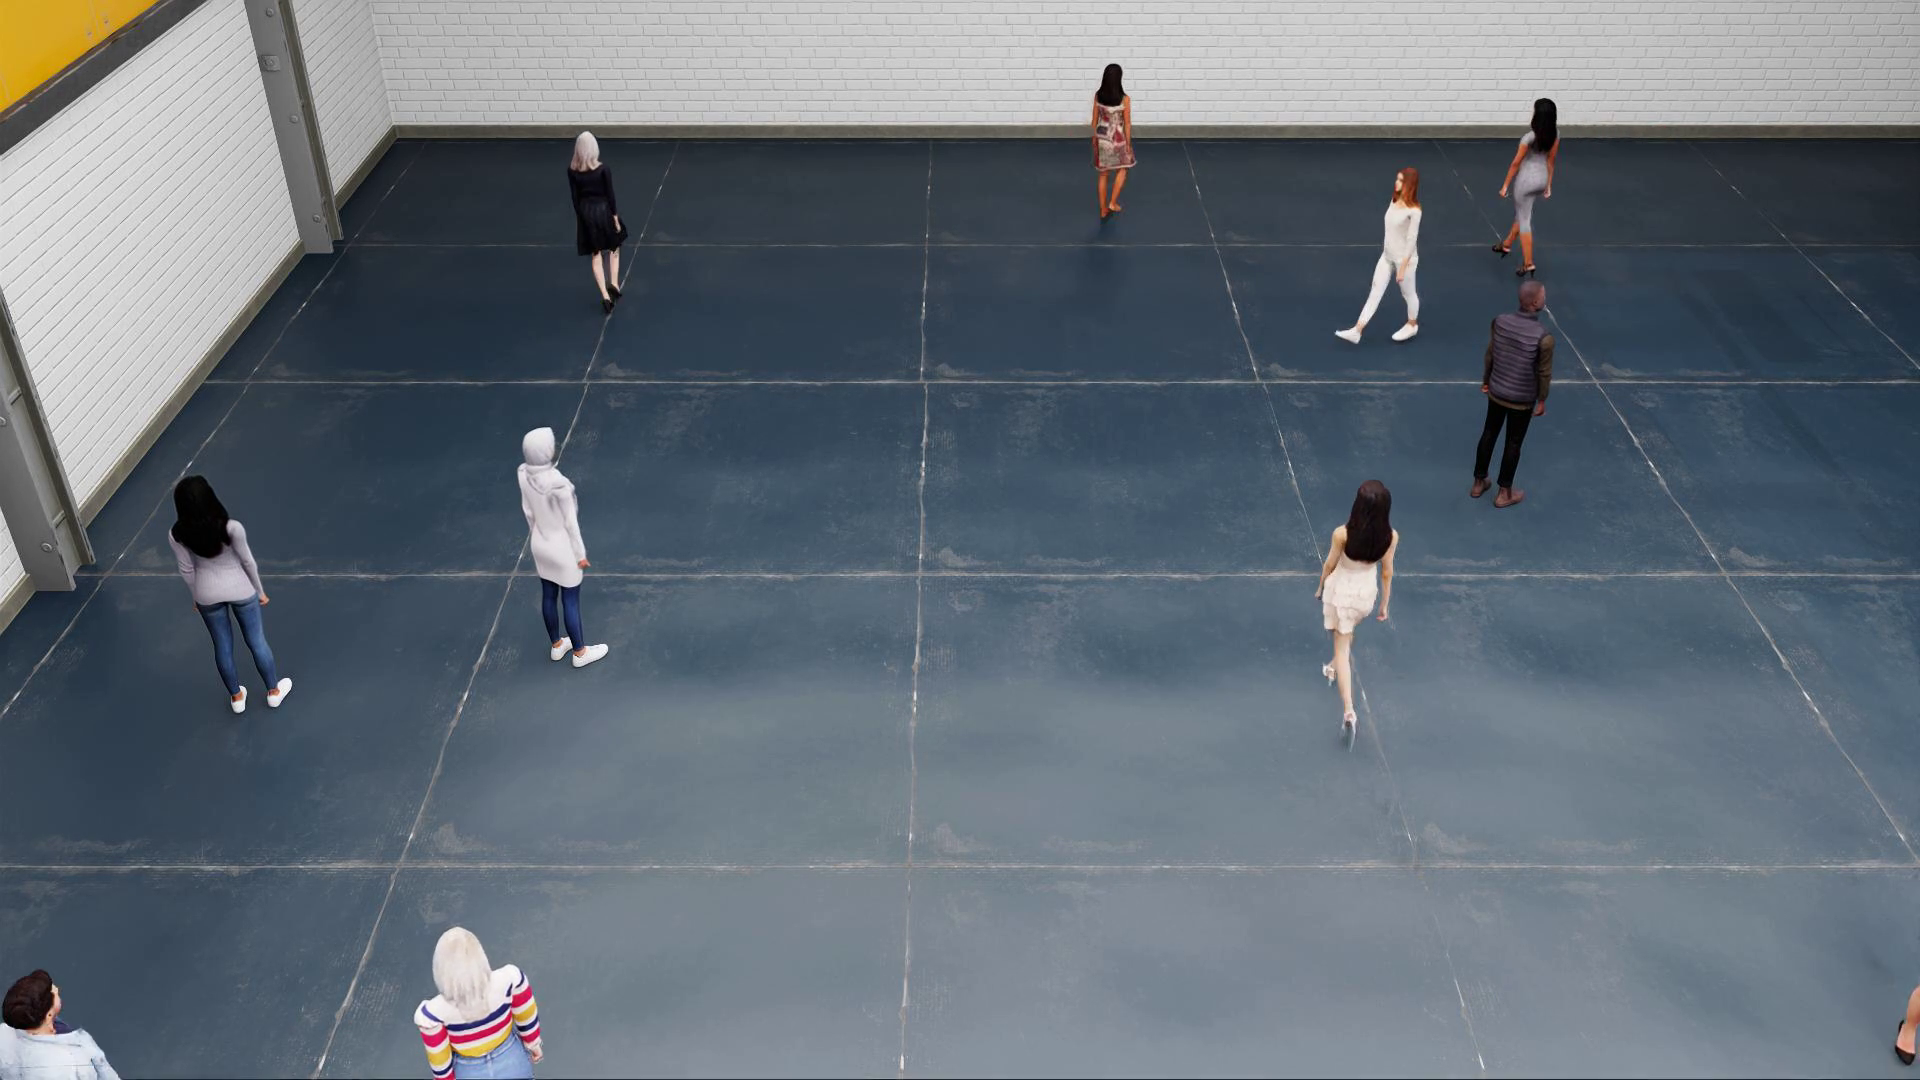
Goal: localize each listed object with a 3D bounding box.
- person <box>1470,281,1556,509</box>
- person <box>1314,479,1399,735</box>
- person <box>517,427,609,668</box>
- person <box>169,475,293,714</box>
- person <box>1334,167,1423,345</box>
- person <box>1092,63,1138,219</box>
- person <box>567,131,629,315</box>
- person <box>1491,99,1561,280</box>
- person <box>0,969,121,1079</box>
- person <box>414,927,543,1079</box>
[{"bbox_3d":[4.202,-1.113,12.671,0.835,1.837,0.755,-25,41,-33],"label":"person"},{"bbox_3d":[2.468,0.442,10.455,0.626,1.700,1.039,-3,34,-5],"label":"person"},{"bbox_3d":[-2.673,0.056,10.967,0.691,1.775,0.716,21,39,29],"label":"person"},{"bbox_3d":[-4.662,0.352,10.558,0.646,1.736,0.592,-6,34,-9],"label":"person"},{"bbox_3d":[4.016,-2.523,14.945,0.978,1.668,1.127,-14,36,-20],"label":"person"},{"bbox_3d":[1.549,-4.146,17.413,0.774,1.639,0.815,15,36,21],"label":"person"},{"bbox_3d":[-3.390,-2.917,15.475,0.596,1.737,0.673,1,34,2],"label":"person"},{"bbox_3d":[5.580,-3.375,16.150,0.854,1.753,1.038,-14,36,-20],"label":"person"},{"bbox_3d":[-3.849,2.581,7.148,0.901,1.798,1.079,13,36,18],"label":"person"},{"bbox_3d":[-2.094,2.384,7.433,0.772,1.811,0.790,-18,37,-24],"label":"person"}]
